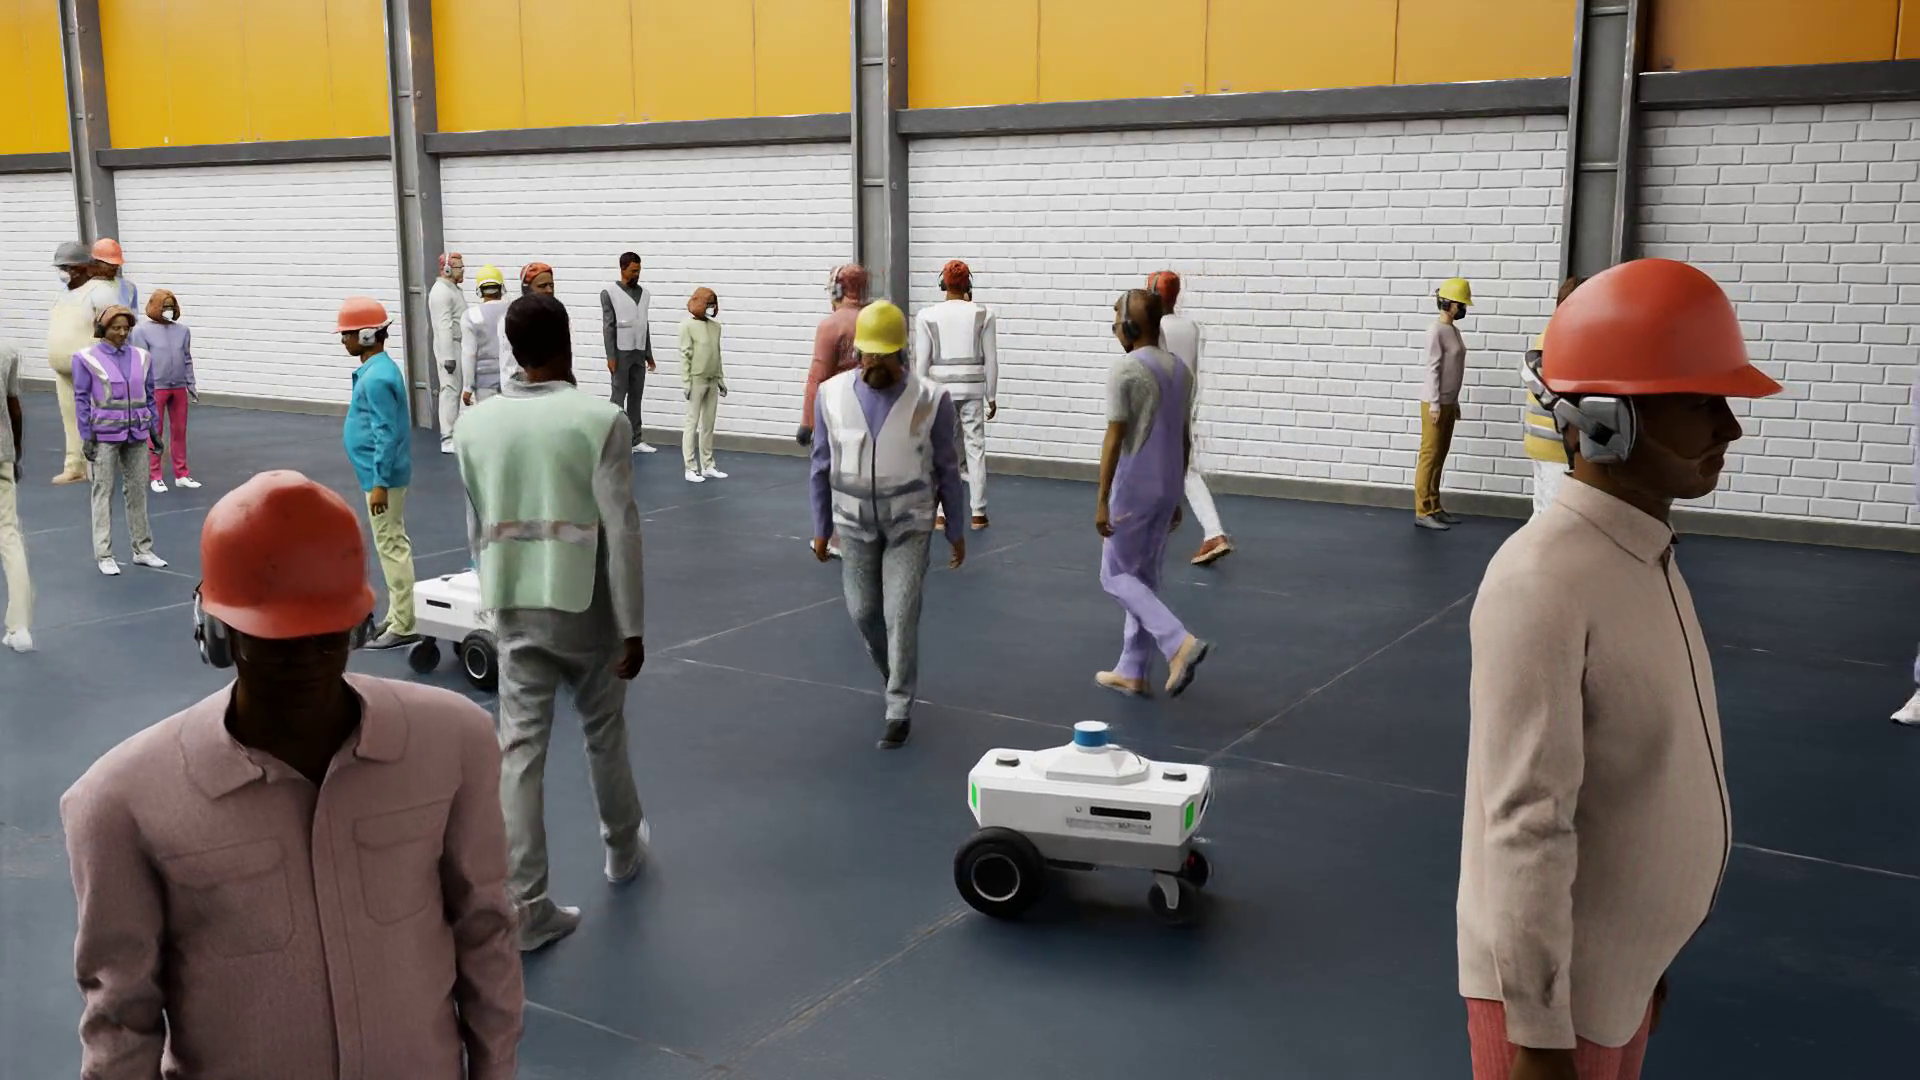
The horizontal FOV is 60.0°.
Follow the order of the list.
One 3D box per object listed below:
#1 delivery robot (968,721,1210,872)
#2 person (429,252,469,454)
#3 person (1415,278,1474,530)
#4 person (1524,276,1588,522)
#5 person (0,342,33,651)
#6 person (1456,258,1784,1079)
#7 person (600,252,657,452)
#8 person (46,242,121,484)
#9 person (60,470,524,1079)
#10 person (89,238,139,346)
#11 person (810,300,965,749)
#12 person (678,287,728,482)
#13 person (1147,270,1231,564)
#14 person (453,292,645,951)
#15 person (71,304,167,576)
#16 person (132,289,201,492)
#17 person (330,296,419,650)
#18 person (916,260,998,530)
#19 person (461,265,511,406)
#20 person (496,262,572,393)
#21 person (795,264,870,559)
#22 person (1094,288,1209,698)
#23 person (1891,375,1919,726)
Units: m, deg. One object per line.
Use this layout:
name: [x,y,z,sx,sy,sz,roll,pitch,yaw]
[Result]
delivery robot: [0.398,0.797,5.073,0.707,0.478,0.477,3,11,15]
person: [-4.809,-1.775,15.839,0.403,1.906,0.652,-2,10,-10]
person: [3.418,-0.957,11.719,0.326,1.761,0.523,7,12,32]
person: [3.131,-0.427,8.566,0.430,1.839,0.619,1,10,7]
person: [-4.953,-0.380,8.347,0.510,1.823,0.966,-10,14,-44]
person: [0.901,0.608,2.386,0.378,1.996,0.611,7,12,32]
person: [-3.139,-1.760,15.737,0.391,1.915,0.587,7,12,32]
person: [-7.285,-1.512,14.008,0.690,2.000,0.794,5,11,24]
person: [-0.846,0.767,2.220,0.558,1.742,0.372,-7,12,-33]
person: [-7.669,-1.698,15.058,0.390,2.035,0.605,7,12,32]
person: [-0.289,-0.095,6.854,0.633,1.796,0.717,2,10,9]
person: [-2.165,-1.313,14.034,0.282,1.633,0.498,7,12,32]
person: [1.323,-0.764,10.431,0.582,1.844,0.980,-8,13,-37]
person: [-1.195,0.204,4.983,0.623,1.861,0.932,2,10,11]
person: [-5.130,-0.616,10.159,0.310,1.640,0.514,7,12,32]
person: [-6.419,-1.212,13.472,0.282,1.633,0.498,7,12,32]
person: [-2.902,-0.331,8.264,0.346,1.746,0.573,-3,11,-17]
person: [-0.019,-1.005,11.639,0.572,1.883,0.355,0,10,0]
person: [-3.664,-1.252,13.162,0.589,1.827,0.404,-8,13,-38]
person: [-2.641,-0.800,10.501,0.355,1.883,0.573,7,12,32]
person: [-0.735,-0.747,10.273,0.890,1.868,0.646,6,12,32]
person: [0.861,-0.174,7.228,0.571,1.814,0.631,-9,13,-40]
person: [4.285,-0.117,6.793,0.763,1.865,0.396,0,10,2]
